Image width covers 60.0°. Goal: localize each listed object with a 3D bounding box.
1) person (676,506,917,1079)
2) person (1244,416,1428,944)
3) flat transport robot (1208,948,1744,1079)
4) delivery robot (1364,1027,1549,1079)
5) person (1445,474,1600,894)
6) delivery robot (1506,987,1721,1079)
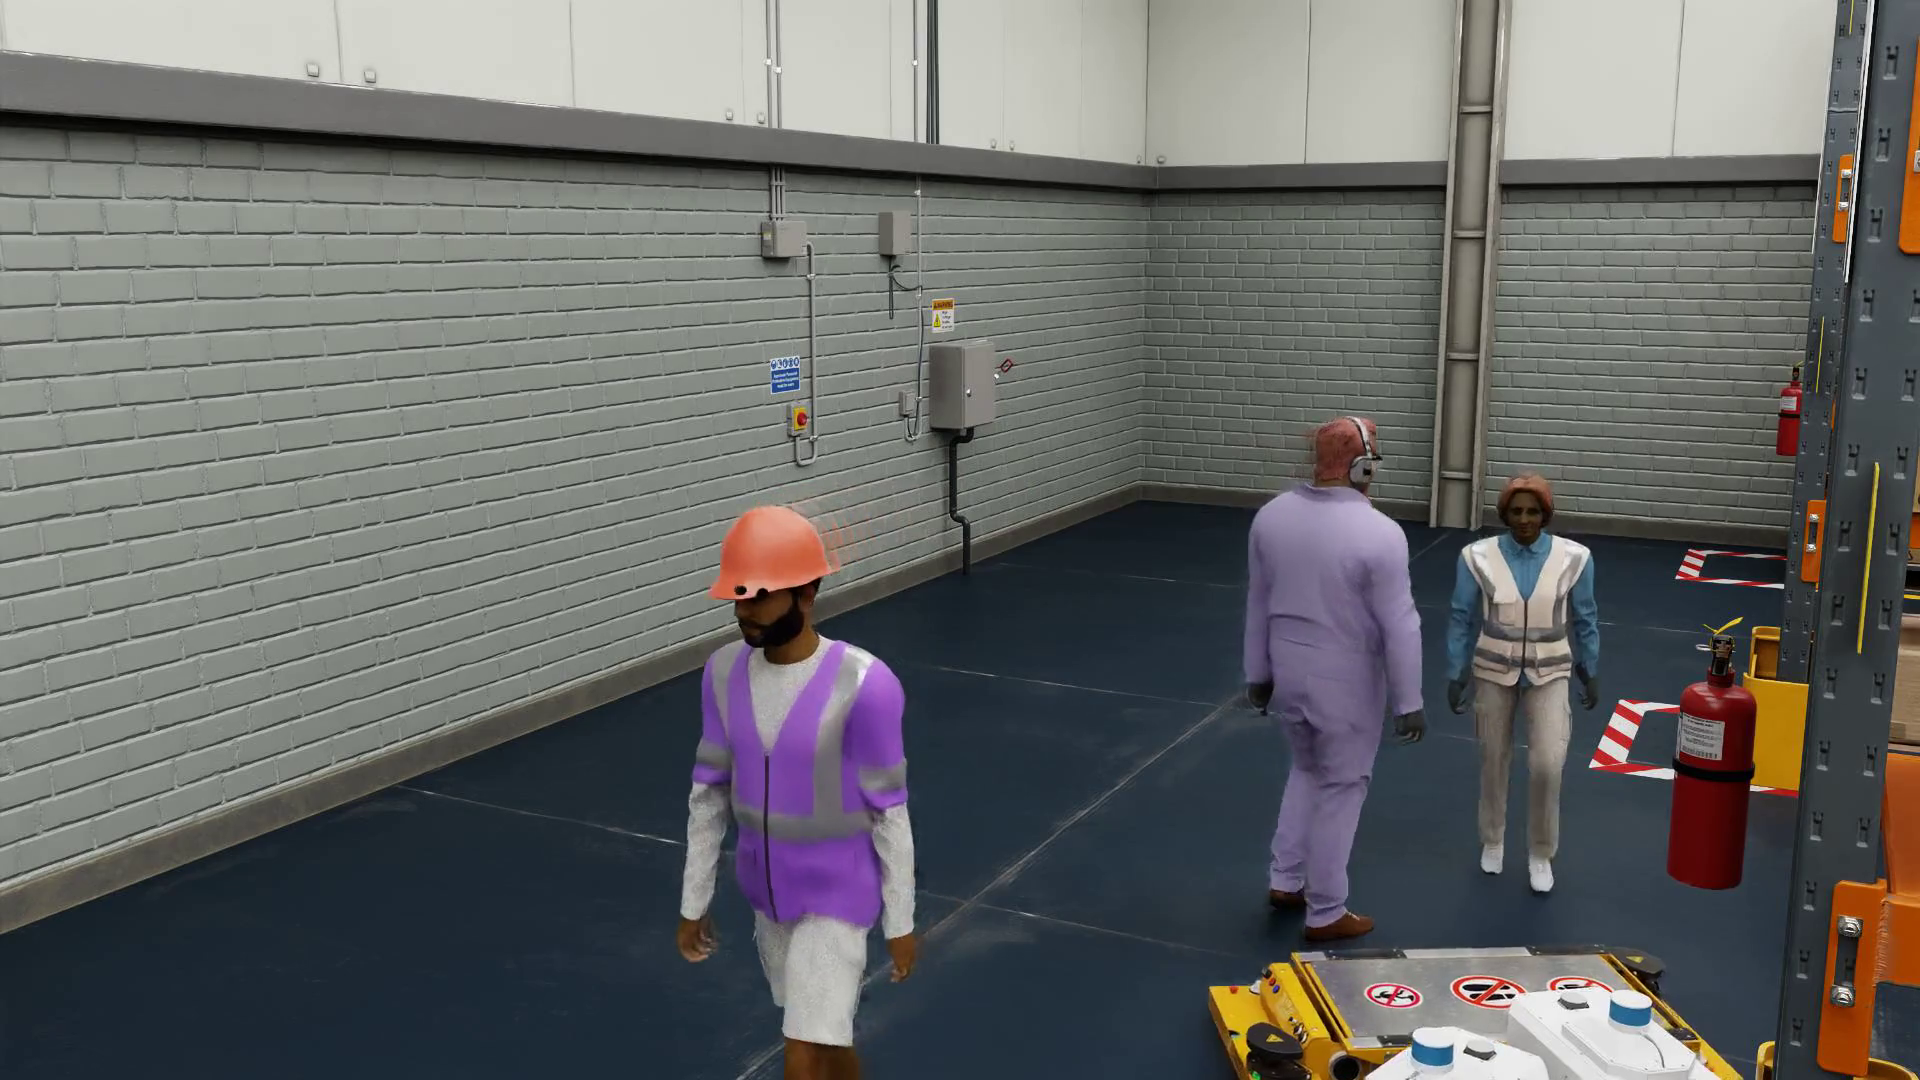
[{"bbox_3d":[-0.440,0.862,3.938,0.570,1.887,0.964,7,12,33],"label":"person"},{"bbox_3d":[1.351,0.502,5.916,0.477,1.892,0.670,-7,13,-34],"label":"person"},{"bbox_3d":[1.529,1.470,5.060,1.431,0.197,0.652,-1,10,-3],"label":"flat transport robot"},{"bbox_3d":[1.160,1.453,4.119,0.477,0.478,0.707,10,14,43],"label":"delivery robot"},{"bbox_3d":[2.159,0.550,6.393,0.575,1.612,0.588,3,11,17],"label":"person"},{"bbox_3d":[1.728,1.416,4.323,0.477,0.478,0.707,-2,11,-10],"label":"delivery robot"}]
